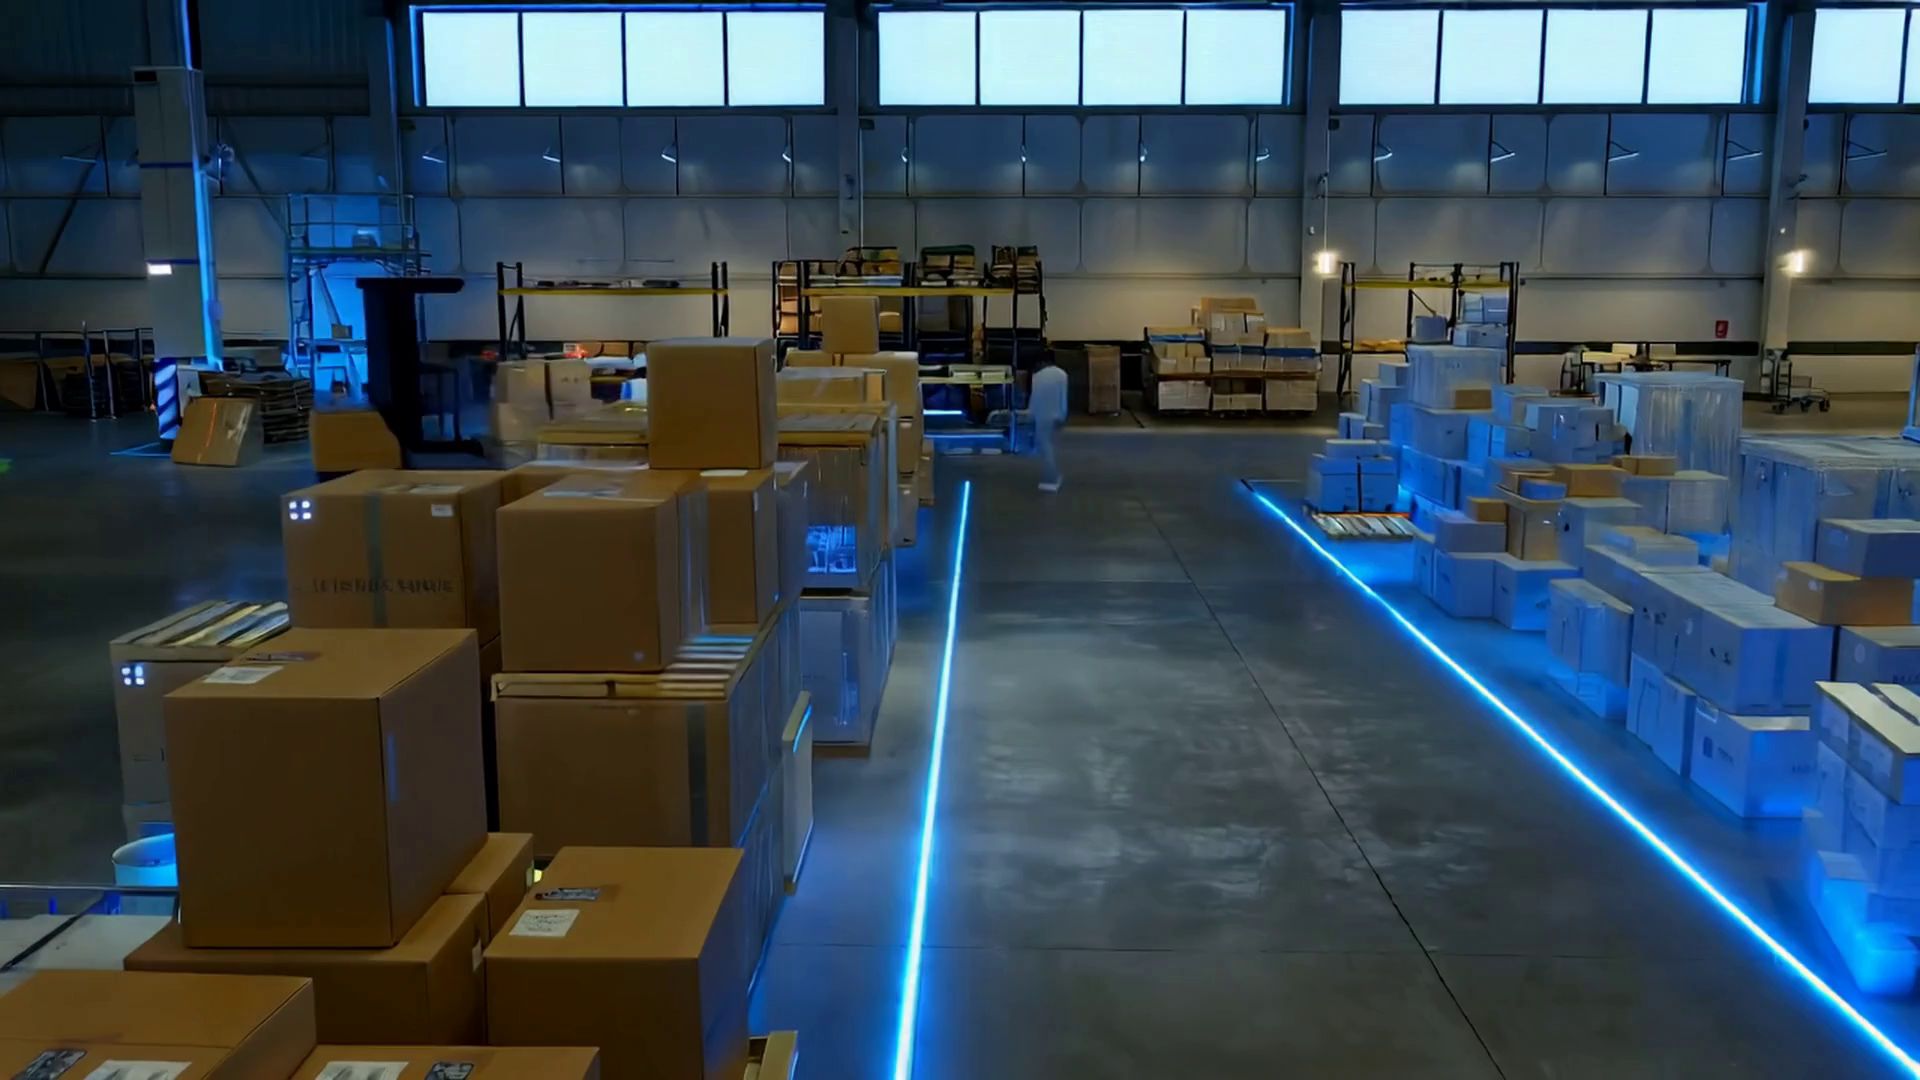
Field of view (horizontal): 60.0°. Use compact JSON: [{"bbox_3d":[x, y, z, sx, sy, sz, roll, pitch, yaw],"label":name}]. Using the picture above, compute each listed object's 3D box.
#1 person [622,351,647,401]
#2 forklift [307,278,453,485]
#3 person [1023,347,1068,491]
[{"bbox_3d":[-4.008,-1.425,21.049,0.558,1.920,0.763,1,10,7],"label":"person"},{"bbox_3d":[-7.732,-2.109,22.269,1.873,2.768,1.129,-5,11,-27],"label":"forklift"},{"bbox_3d":[1.147,-1.607,22.157,0.499,1.916,0.624,7,12,35],"label":"person"}]
